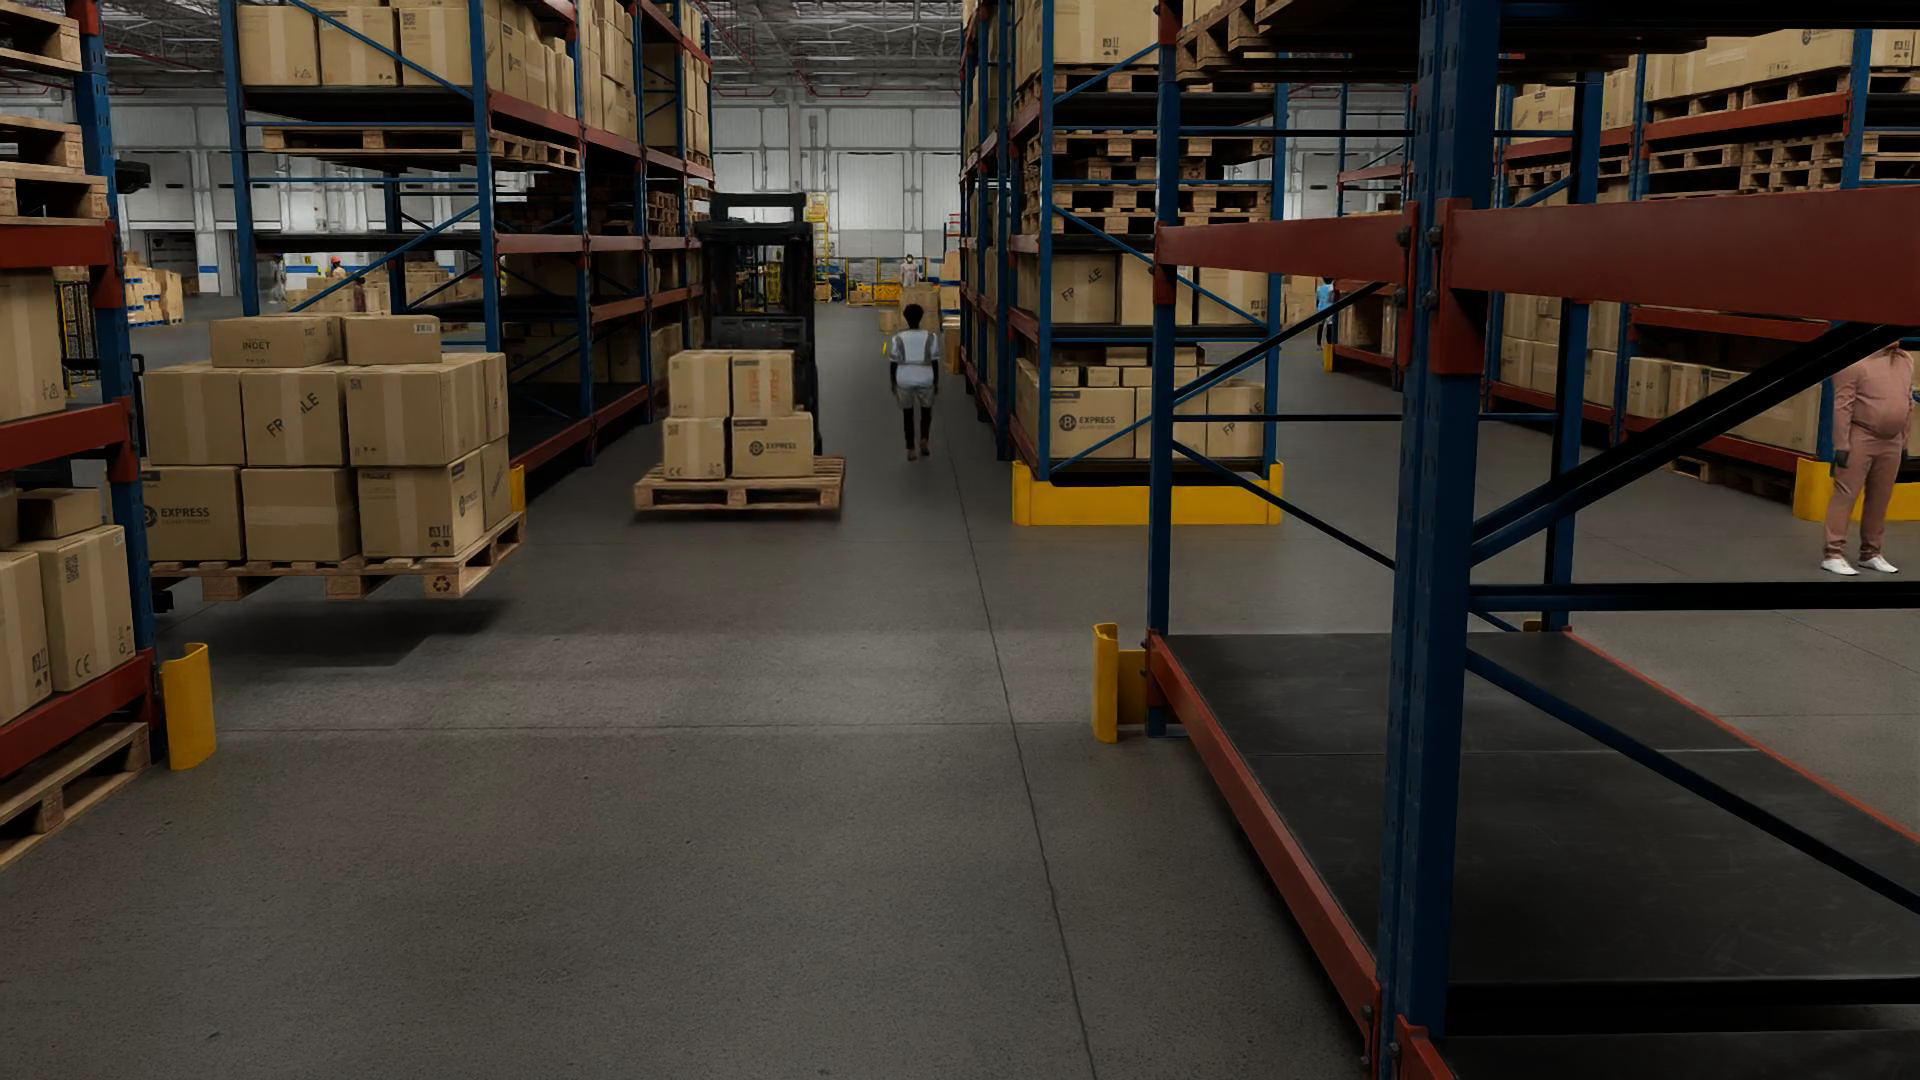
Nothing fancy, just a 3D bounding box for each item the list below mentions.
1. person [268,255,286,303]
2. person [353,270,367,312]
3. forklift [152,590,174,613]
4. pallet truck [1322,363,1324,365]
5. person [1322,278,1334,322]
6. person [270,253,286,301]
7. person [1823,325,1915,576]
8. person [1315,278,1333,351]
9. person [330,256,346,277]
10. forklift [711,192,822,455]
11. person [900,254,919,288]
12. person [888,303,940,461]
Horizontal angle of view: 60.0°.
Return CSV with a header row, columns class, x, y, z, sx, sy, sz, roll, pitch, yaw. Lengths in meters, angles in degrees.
class,x,y,z,sx,sy,sz,roll,pitch,yaw
person,-25.914,-9.911,63.303,0.980,1.820,0.513,-4,11,-19
person,-12.380,-4.698,34.404,0.326,1.765,0.533,-4,11,-20
forklift,-5.858,-0.811,9.639,1.873,2.768,1.129,-1,10,-3
pallet truck,7.712,-4.157,30.737,1.885,1.965,0.823,3,11,16
person,10.856,-7.353,48.710,0.372,1.939,0.631,-7,12,-34
person,-27.046,-10.460,65.986,0.605,1.950,0.380,-8,13,-38
person,6.444,-0.692,11.725,0.647,1.900,0.400,-3,11,-15
person,7.885,-4.914,35.792,0.322,1.697,0.535,-9,13,-40
person,-17.448,-6.989,46.694,0.363,1.933,0.543,1,10,7
forklift,-1.992,-2.093,16.779,1.129,2.768,1.873,0,10,-2
person,-1.668,-8.504,55.117,0.627,1.940,0.372,-1,10,-5
person,-0.493,-1.707,17.943,0.557,1.678,0.529,0,10,-2
